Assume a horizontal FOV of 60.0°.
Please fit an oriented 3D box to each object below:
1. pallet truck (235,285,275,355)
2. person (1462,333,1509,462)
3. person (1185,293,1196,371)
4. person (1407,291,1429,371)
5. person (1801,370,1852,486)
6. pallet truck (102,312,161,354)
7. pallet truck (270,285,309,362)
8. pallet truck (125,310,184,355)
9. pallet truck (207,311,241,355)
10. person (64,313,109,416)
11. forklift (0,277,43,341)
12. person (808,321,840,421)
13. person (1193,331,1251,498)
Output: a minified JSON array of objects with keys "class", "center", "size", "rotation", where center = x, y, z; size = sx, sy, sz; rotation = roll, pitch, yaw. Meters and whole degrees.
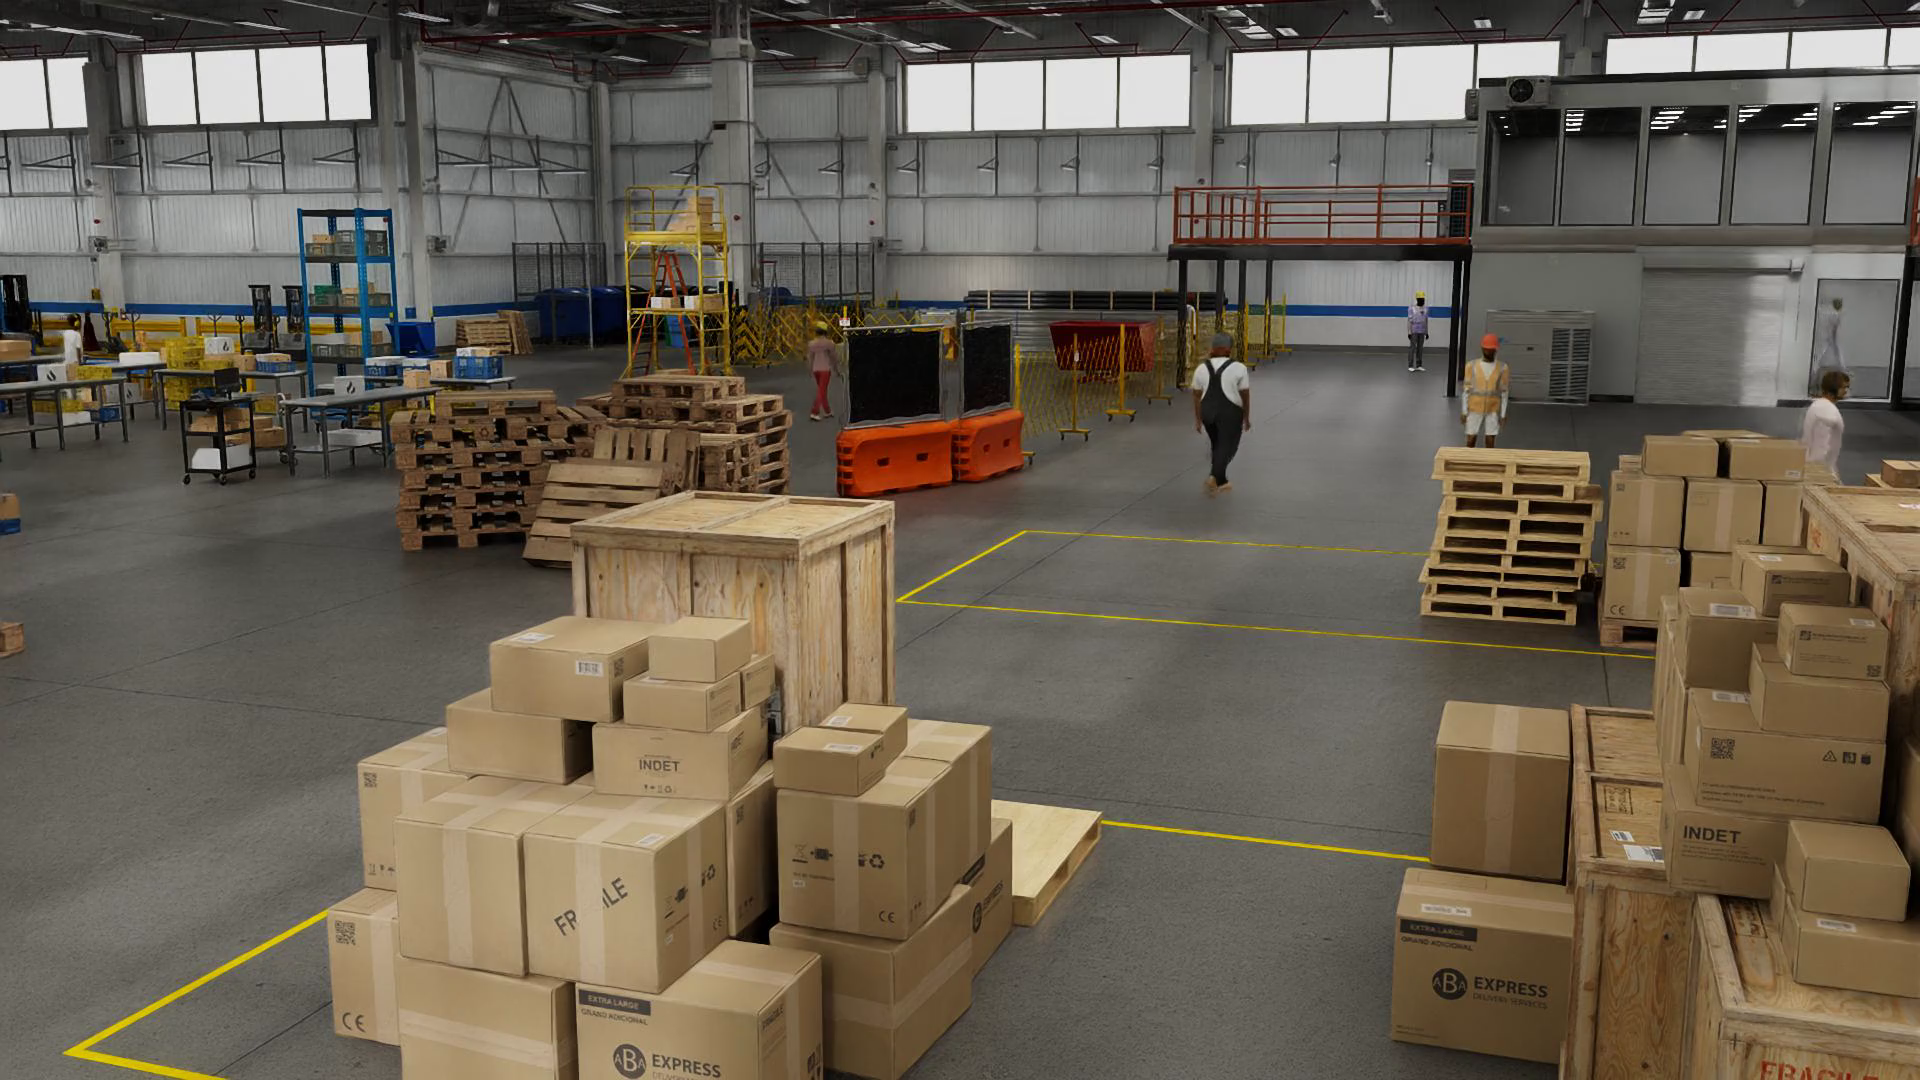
[{"class":"pallet truck","center":[-18.327,-5.835,44.421],"size":[0.823,1.965,1.885],"rotation":[4,11,23]},{"class":"person","center":[6.626,-1.649,21.022],"size":[0.549,1.936,0.368],"rotation":[2,10,12]},{"class":"person","center":[5.520,-4.995,40.011],"size":[0.341,1.882,0.587],"rotation":[-3,10,-16]},{"class":"person","center":[11.033,-5.024,40.043],"size":[0.590,1.930,0.353],"rotation":[-4,11,-22]},{"class":"person","center":[7.998,-0.594,15.186],"size":[0.977,1.893,0.661],"rotation":[3,11,18]},{"class":"pallet truck","center":[-23.057,-5.777,46.261],"size":[0.680,1.201,1.601],"rotation":[3,11,19]},{"class":"pallet truck","center":[-17.147,-5.700,43.663],"size":[0.823,1.965,1.885],"rotation":[3,11,17]},{"class":"pallet truck","center":[-22.038,-5.665,45.457],"size":[0.704,1.261,1.522],"rotation":[3,11,17]},{"class":"pallet truck","center":[-19.537,-5.575,44.913],"size":[0.653,1.274,1.630],"rotation":[3,11,19]},{"class":"person","center":[-15.275,-3.018,28.985],"size":[0.564,1.841,0.797],"rotation":[6,12,33]},{"class":"forklift","center":[-27.151,-6.329,46.328],"size":[1.157,1.987,2.680],"rotation":[3,11,17]},{"class":"person","center":[-2.390,-2.930,28.864],"size":[0.527,1.722,0.920],"rotation":[6,12,31]},{"class":"person","center":[3.149,-1.542,20.125],"size":[0.683,2.000,0.906],"rotation":[7,12,36]}]
